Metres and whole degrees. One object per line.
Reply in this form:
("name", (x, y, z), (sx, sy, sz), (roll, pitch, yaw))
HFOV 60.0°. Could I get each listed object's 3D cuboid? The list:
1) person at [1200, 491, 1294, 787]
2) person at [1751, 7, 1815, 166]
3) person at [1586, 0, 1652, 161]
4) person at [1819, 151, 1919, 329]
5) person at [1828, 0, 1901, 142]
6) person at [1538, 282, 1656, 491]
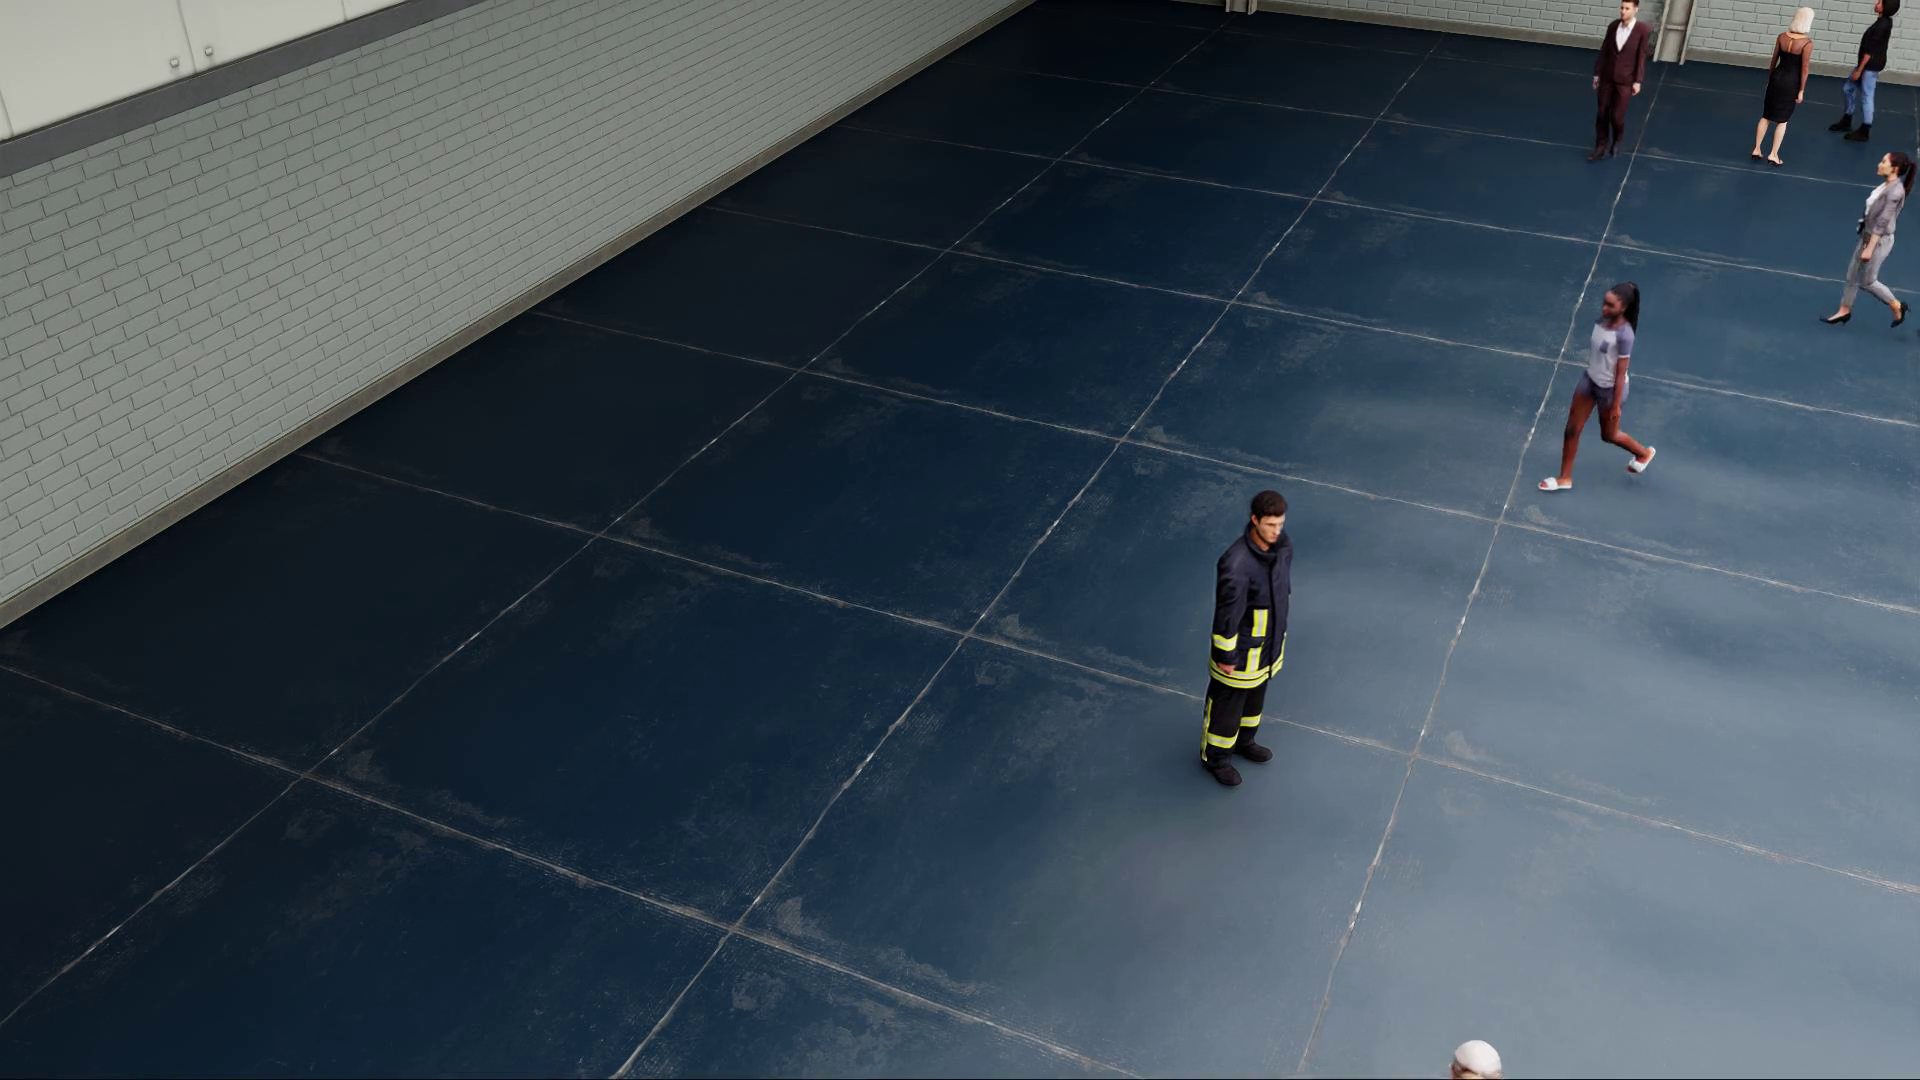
("person", (1.658, 0.531, 9.570), (0.877, 1.924, 0.813), (-28, 42, -37))
("person", (9.232, -5.083, 18.635), (0.734, 1.747, 0.624), (-18, 37, -27))
("person", (7.445, -5.205, 18.732), (0.799, 1.850, 0.883), (28, 42, 37))
("person", (8.230, -2.614, 14.805), (0.928, 1.657, 0.668), (11, 34, 16))
("person", (10.637, -5.437, 19.259), (0.679, 1.680, 0.569), (16, 36, 23))
("person", (4.872, -1.104, 12.380), (1.158, 1.691, 1.036), (-7, 33, -11))
